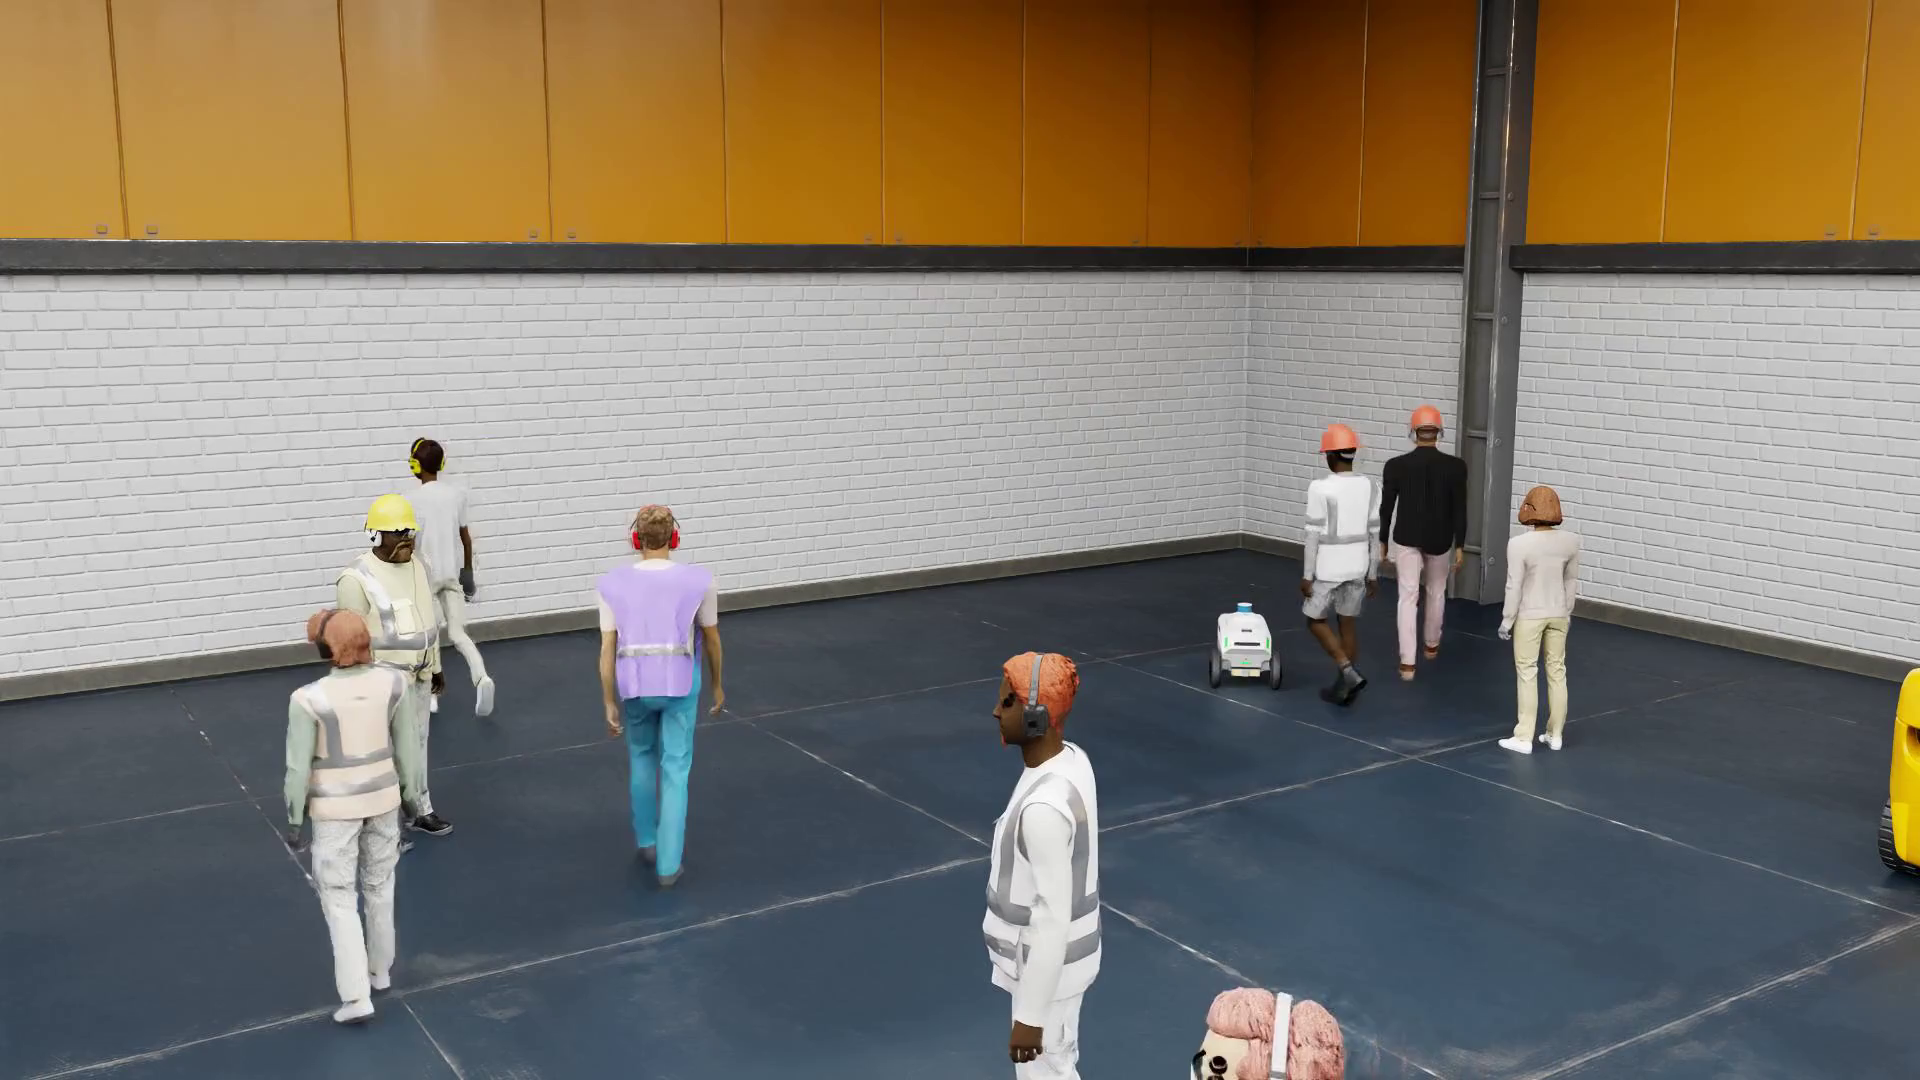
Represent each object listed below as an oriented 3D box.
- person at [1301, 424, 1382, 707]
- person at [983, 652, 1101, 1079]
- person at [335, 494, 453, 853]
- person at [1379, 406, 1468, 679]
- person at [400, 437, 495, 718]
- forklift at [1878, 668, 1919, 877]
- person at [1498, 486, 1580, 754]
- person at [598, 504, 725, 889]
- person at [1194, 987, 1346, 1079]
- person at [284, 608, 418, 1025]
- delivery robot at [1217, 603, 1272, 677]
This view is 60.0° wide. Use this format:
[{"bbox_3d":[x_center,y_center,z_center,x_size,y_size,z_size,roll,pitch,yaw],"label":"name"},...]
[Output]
[{"bbox_3d":[2.542,0.193,11.008,0.562,1.917,0.542,-4,10,-21],"label":"person"},{"bbox_3d":[0.230,1.242,4.798,0.350,1.882,0.583,1,9,7],"label":"person"},{"bbox_3d":[-2.861,0.666,8.456,0.403,1.824,0.593,4,10,24],"label":"person"},{"bbox_3d":[3.377,-0.008,12.188,0.623,1.930,1.047,2,10,14],"label":"person"},{"bbox_3d":[-3.369,0.259,10.845,0.788,1.849,0.527,9,13,43],"label":"person"},{"bbox_3d":[5.511,0.571,7.906,2.313,2.155,1.214,-6,11,-33],"label":"forklift"},{"bbox_3d":[3.513,0.484,10.112,0.498,1.634,0.280,-3,10,-16],"label":"person"},{"bbox_3d":[-1.433,0.730,8.086,0.567,1.812,0.751,0,9,-1],"label":"person"},{"bbox_3d":[0.541,1.609,2.683,1.041,1.860,0.638,2,10,12],"label":"person"},{"bbox_3d":[-2.385,1.078,6.591,0.509,1.634,0.546,7,12,37],"label":"person"},{"bbox_3d":[2.019,0.691,11.830,0.477,0.478,0.707,1,10,6],"label":"delivery robot"}]
